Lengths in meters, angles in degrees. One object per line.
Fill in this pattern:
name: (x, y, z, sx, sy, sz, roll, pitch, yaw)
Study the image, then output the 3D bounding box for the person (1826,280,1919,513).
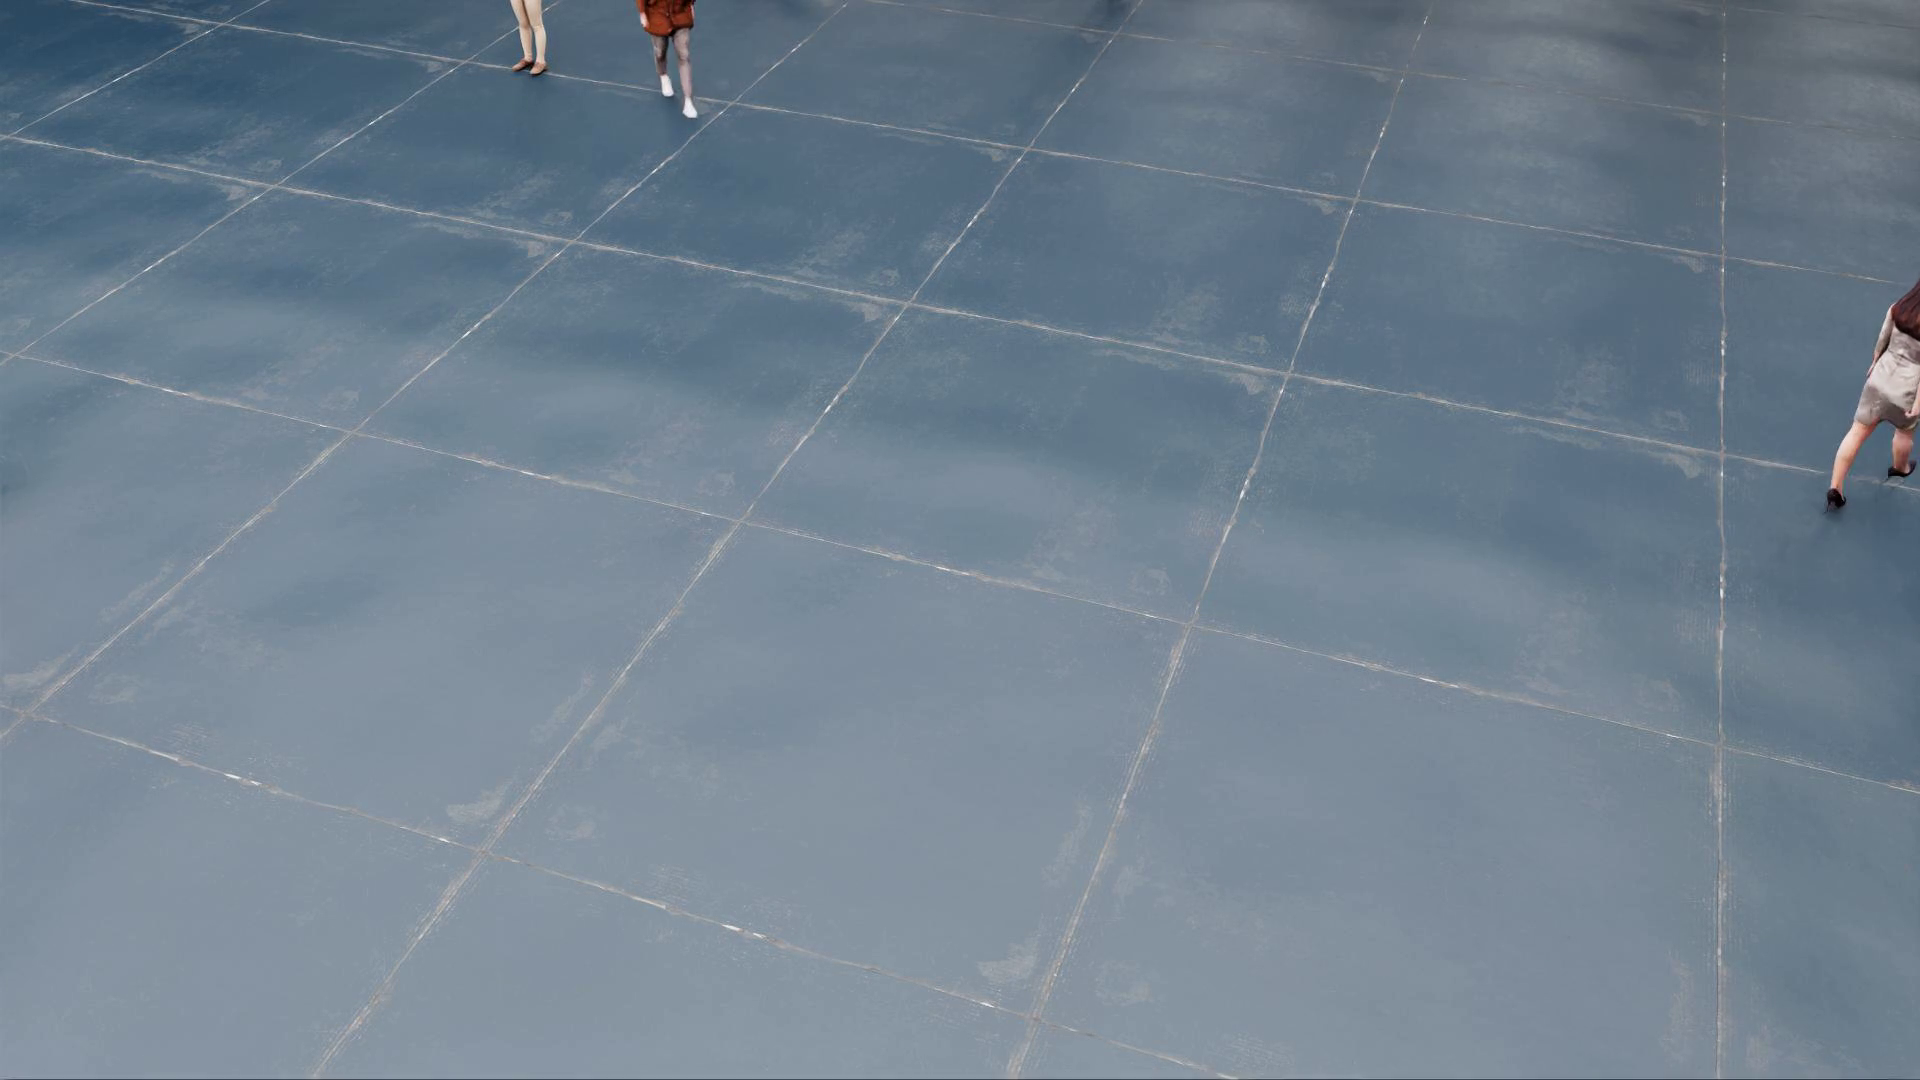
person: (5.793, -0.898, 10.423, 1.128, 1.705, 1.019, -20, 42, -24)

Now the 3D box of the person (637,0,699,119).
person: (-2.738, -4.912, 15.480, 1.142, 1.795, 1.263, -12, 40, -14)

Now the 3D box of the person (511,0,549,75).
person: (-4.251, -5.419, 16.244, 0.624, 1.653, 0.569, 13, 40, 16)
